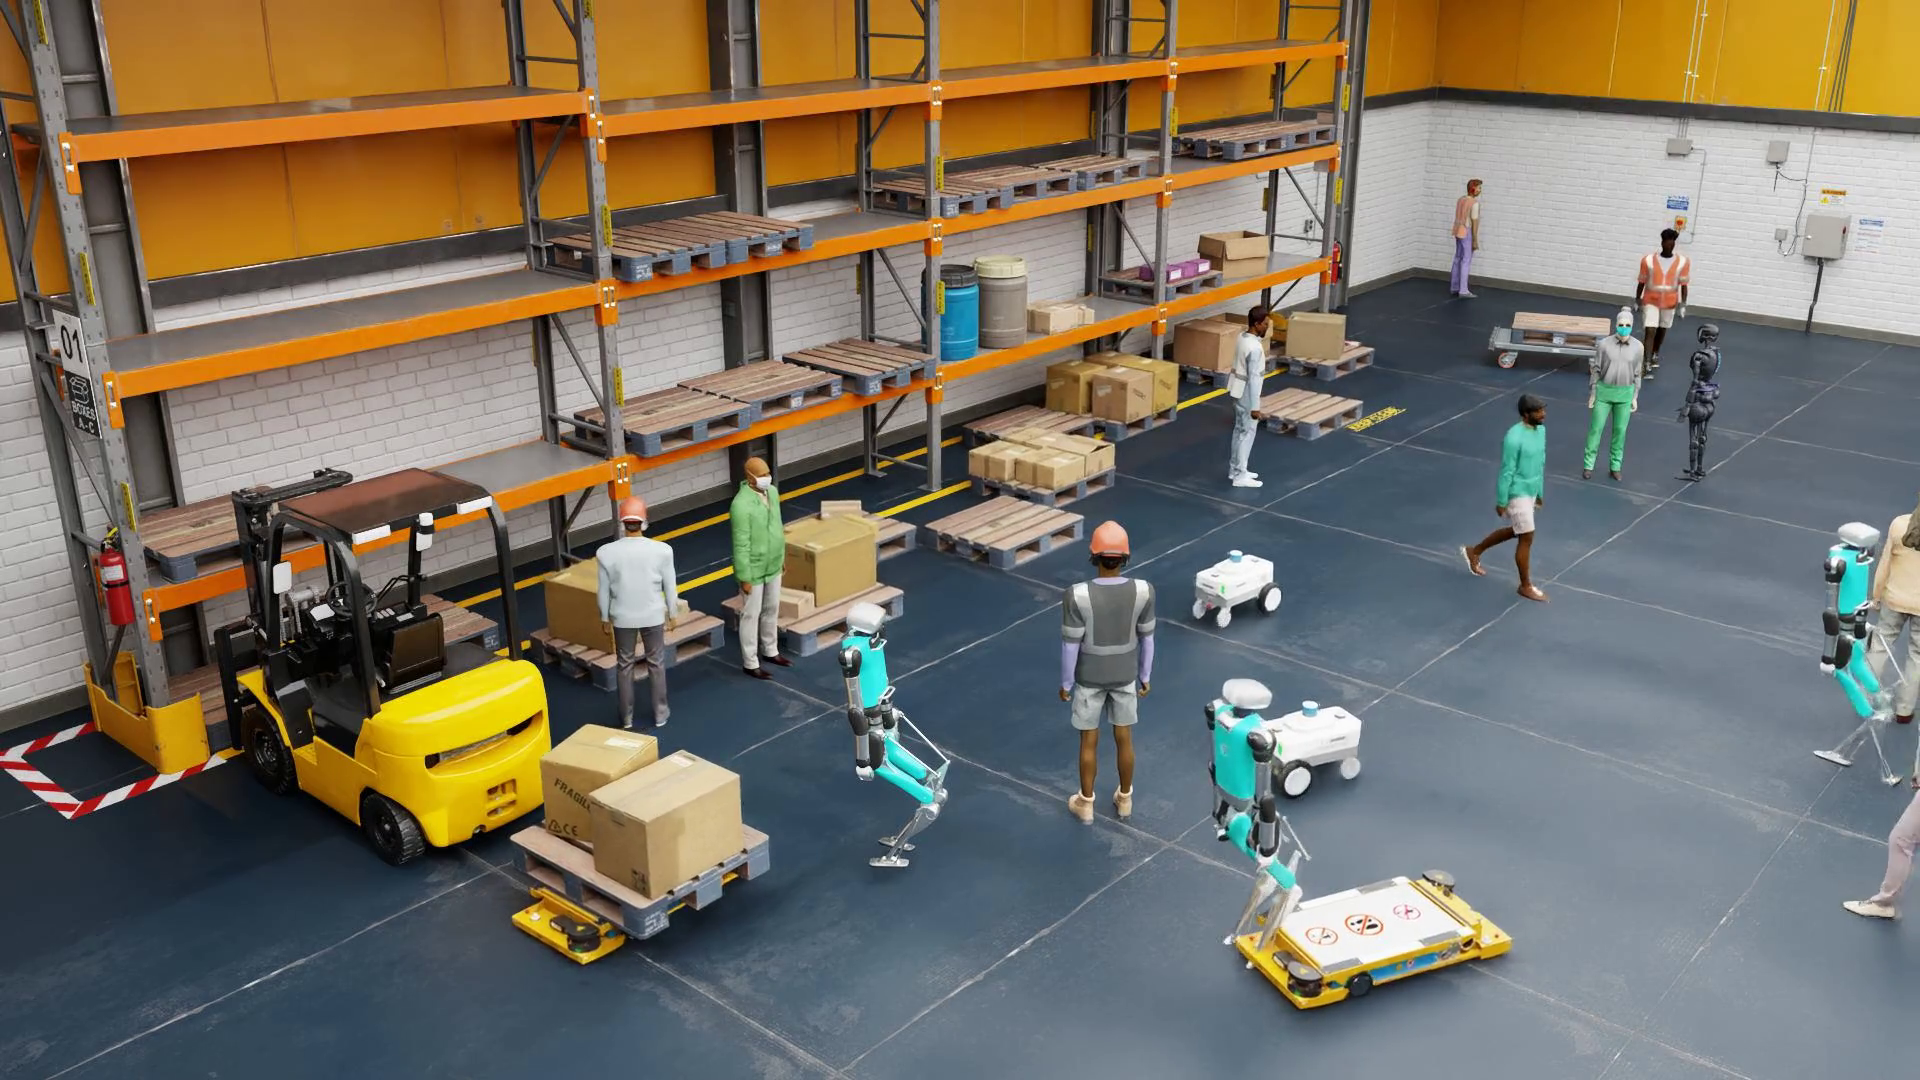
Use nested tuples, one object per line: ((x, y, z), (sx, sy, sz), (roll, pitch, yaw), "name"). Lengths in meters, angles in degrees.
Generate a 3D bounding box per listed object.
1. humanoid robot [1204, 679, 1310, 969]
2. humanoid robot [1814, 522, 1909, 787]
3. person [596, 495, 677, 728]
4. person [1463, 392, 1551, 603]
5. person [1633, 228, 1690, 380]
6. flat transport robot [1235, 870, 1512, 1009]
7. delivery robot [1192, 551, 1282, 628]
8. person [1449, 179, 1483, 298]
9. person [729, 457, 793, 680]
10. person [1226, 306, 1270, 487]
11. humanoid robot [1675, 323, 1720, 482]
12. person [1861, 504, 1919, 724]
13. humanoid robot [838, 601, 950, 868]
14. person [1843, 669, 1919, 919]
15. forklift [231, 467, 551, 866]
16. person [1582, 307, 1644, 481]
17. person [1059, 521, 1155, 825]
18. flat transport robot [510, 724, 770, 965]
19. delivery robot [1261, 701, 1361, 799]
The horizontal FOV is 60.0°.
((1.688, 1.564, 9.183), (0.659, 1.789, 0.533), (-10, 22, -25), "humanoid robot")
((6.210, 0.846, 11.272), (0.546, 1.871, 0.825), (-16, 26, -37), "humanoid robot")
((-2.324, 0.521, 12.012), (0.572, 1.742, 0.352), (-3, 21, -9), "person")
((4.826, -0.419, 14.451), (0.498, 1.822, 0.847), (-18, 27, -40), "person")
((9.094, -3.101, 21.588), (0.616, 1.911, 1.036), (5, 21, 14), "person")
((2.349, 2.255, 9.442), (1.431, 0.231, 0.659), (-9, 22, -22), "flat transport robot")
((2.339, 0.389, 14.110), (0.814, 0.612, 0.499), (-17, 26, -39), "delivery robot")
((7.934, -4.734, 26.112), (0.393, 1.839, 0.563), (-4, 21, -12), "person")
((-1.547, 0.208, 12.823), (0.384, 1.779, 0.546), (12, 23, 29), "person")
((2.979, -1.483, 17.212), (0.410, 1.907, 0.597), (-2, 20, -4), "person")
((7.748, -1.450, 17.426), (0.315, 1.657, 0.599), (18, 27, 40), "humanoid robot")
((6.913, 0.449, 12.041), (0.566, 1.866, 0.408), (14, 24, 33), "person")
((-0.338, 1.196, 9.992), (0.735, 1.681, 0.533), (6, 21, 16), "humanoid robot")
((5.680, 1.436, 9.530), (0.753, 1.733, 0.530), (10, 23, 26), "person")
((-3.730, 0.710, 10.856), (2.313, 2.155, 1.214), (17, 26, 38), "forklift")
((6.857, -1.533, 17.440), (0.510, 1.839, 0.340), (4, 21, 11), "person")
((0.929, 0.855, 10.676), (0.613, 2.041, 0.373), (-4, 21, -10), "person")
((-1.899, 2.055, 9.983), (0.659, 0.231, 1.431), (16, 26, 37), "flat transport robot")
((2.358, 1.394, 11.358), (0.789, 0.593, 0.499), (-9, 22, -22), "delivery robot")
